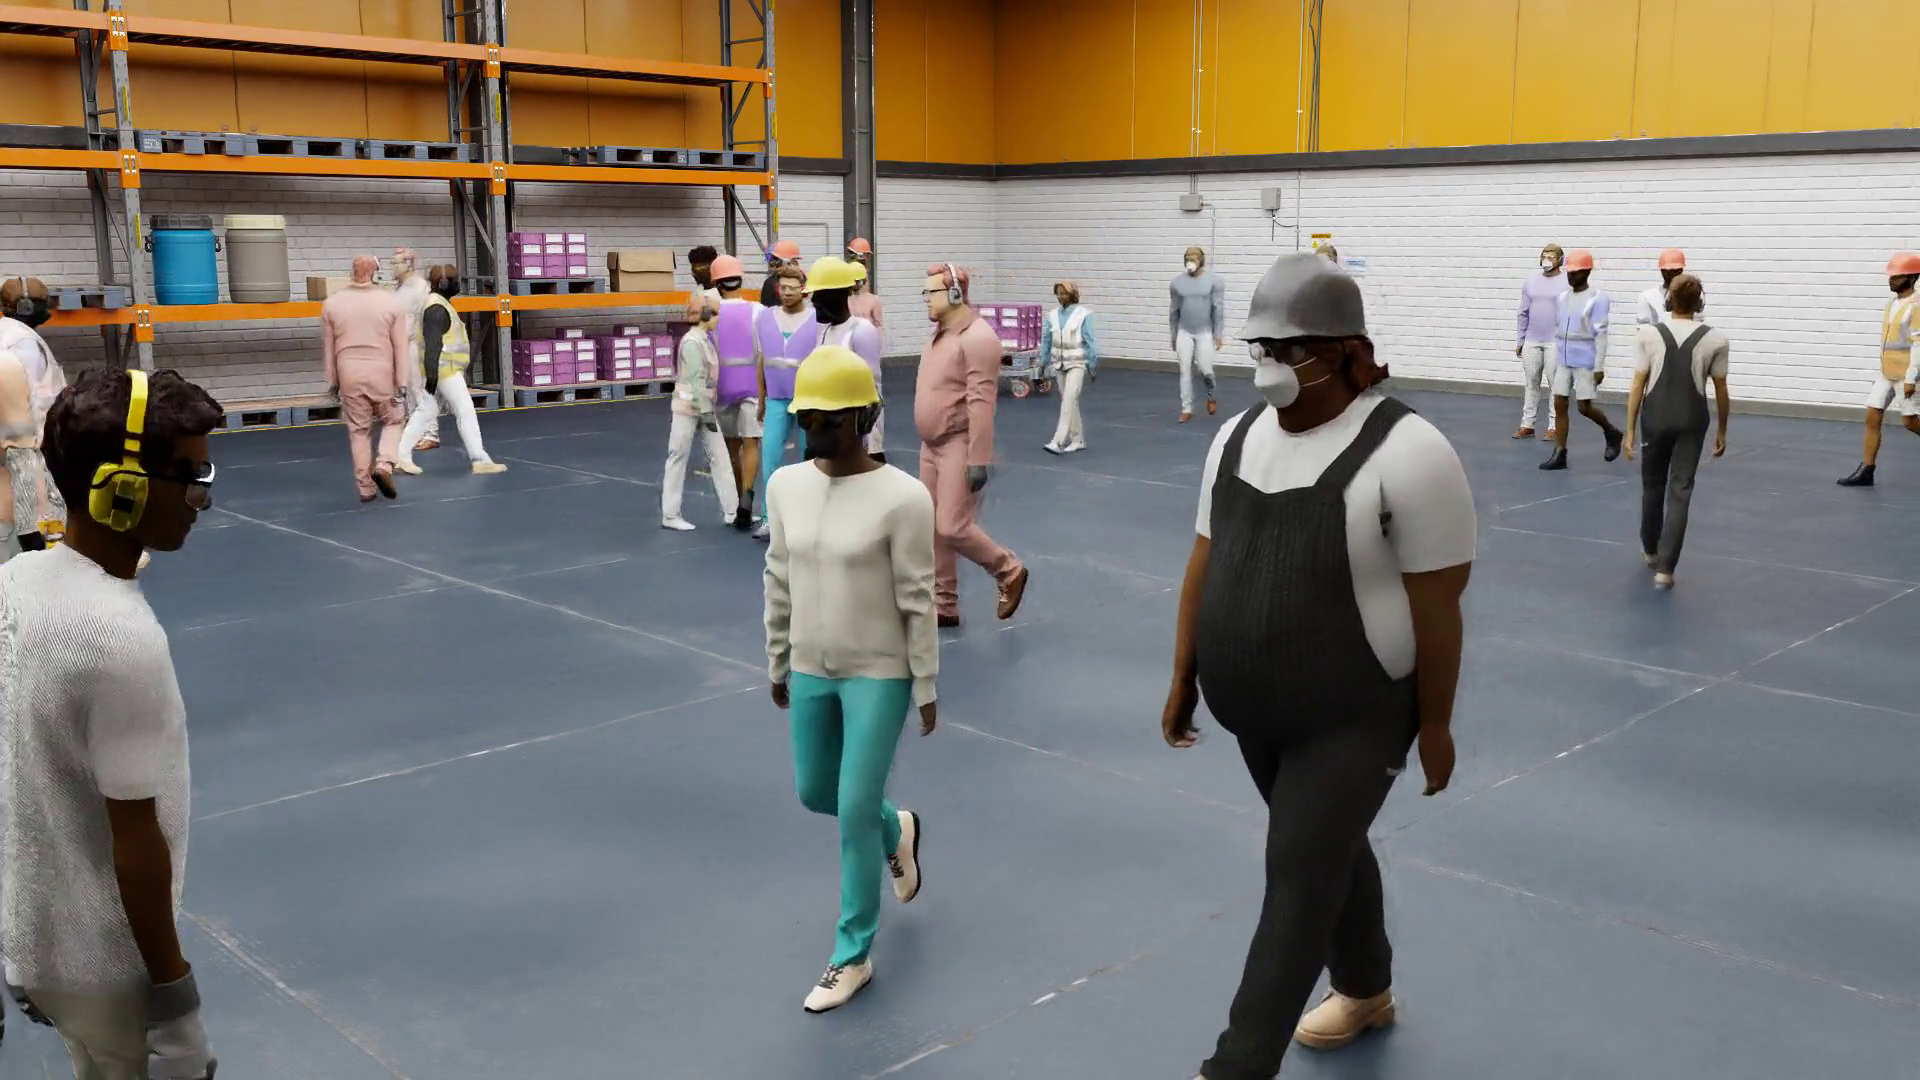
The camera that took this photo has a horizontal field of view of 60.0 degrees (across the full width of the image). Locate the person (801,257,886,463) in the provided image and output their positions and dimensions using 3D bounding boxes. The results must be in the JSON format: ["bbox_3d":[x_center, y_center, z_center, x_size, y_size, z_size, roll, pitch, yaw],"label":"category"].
[{"bbox_3d":[-0.701,-0.549,8.909,0.703,1.898,0.628,-5,12,-26],"label":"person"}]

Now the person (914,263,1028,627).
[{"bbox_3d":[0.011,-0.460,8.471,0.531,1.884,0.653,-5,12,-27],"label":"person"}]

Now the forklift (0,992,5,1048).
[{"bbox_3d":[-3.245,0.323,3.363,2.313,2.155,1.214,2,11,13],"label":"forklift"}]

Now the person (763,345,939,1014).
[{"bbox_3d":[-0.253,0.331,4.545,0.533,1.747,0.699,6,12,29],"label":"person"}]

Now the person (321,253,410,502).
[{"bbox_3d":[-4.479,-1.216,12.597,0.648,1.888,0.465,-1,10,-6],"label":"person"}]

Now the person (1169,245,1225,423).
[{"bbox_3d":[2.579,-2.238,18.087,0.639,1.918,0.625,5,12,25],"label":"person"}]

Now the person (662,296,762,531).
[{"bbox_3d":[-1.711,-0.852,11.358,0.778,1.596,0.544,2,11,11],"label":"person"}]

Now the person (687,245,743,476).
[{"bbox_3d":[-2.036,-1.528,14.138,0.558,1.944,0.611,-10,14,-42],"label":"person"}]

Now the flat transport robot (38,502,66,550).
[{"bbox_3d":[-6.170,-0.100,10.916,0.652,0.197,1.431,-10,15,-44],"label":"flat transport robot"}]

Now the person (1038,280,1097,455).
[{"bbox_3d":[0.936,-1.574,15.320,0.551,1.599,0.827,9,14,42],"label":"person"}]

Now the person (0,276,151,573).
[{"bbox_3d":[-5.278,-0.604,9.527,0.621,1.791,0.950,10,14,43],"label":"person"}]

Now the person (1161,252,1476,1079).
[{"bbox_3d":[0.769,0.309,3.859,1.027,2.000,0.700,-7,12,-33],"label":"person"}]

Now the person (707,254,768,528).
[{"bbox_3d":[-1.559,-1.041,11.624,0.561,1.900,0.942,-1,10,-6],"label":"person"}]

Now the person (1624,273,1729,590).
[{"bbox_3d":[4.207,-0.651,9.758,0.539,1.792,0.964,5,11,24],"label":"person"}]

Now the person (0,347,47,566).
[{"bbox_3d":[-3.863,-0.127,6.583,0.490,1.907,0.607,-9,14,-41],"label":"person"}]

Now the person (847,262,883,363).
[{"bbox_3d":[-1.035,-1.902,16.693,0.523,1.760,0.328,1,10,7],"label":"person"}]

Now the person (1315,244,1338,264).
[{"bbox_3d":[3.451,-1.831,15.810,0.631,1.940,0.372,10,15,44],"label":"person"}]

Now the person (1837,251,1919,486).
[{"bbox_3d":[7.625,-1.352,13.321,0.899,1.906,0.553,0,10,-3],"label":"person"}]

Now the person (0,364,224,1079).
[{"bbox_3d":[-1.393,0.662,2.532,0.623,1.826,0.548,-10,15,-44],"label":"person"}]

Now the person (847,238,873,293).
[{"bbox_3d":[-1.256,-2.706,20.455,0.401,1.986,0.614,-6,12,-31],"label":"person"}]

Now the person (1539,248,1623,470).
[{"bbox_3d":[5.410,-1.558,14.389,0.738,1.917,0.551,-5,12,-26],"label":"person"}]

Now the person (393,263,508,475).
[{"bbox_3d":[-4.407,-1.431,14.042,0.961,1.800,0.628,-4,11,-19],"label":"person"}]

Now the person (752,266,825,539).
[{"bbox_3d":[-1.132,-0.892,11.015,0.611,1.811,0.807,3,11,15],"label":"person"}]

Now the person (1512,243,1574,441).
[{"bbox_3d":[5.795,-1.949,16.450,0.631,1.940,0.372,10,15,44],"label":"person"}]

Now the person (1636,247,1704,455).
[{"bbox_3d":[6.309,-1.641,14.828,0.565,1.918,0.491,3,11,16],"label":"person"}]

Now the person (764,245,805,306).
[{"bbox_3d":[-2.137,-2.725,20.774,0.614,1.910,0.887,4,11,22],"label":"person"}]

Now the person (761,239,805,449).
[{"bbox_3d":[-1.665,-1.824,15.650,0.459,1.975,0.640,-6,12,-30],"label":"person"}]

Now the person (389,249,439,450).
[{"bbox_3d":[-5.190,-1.787,15.731,0.686,1.898,0.425,9,14,41],"label":"person"}]
